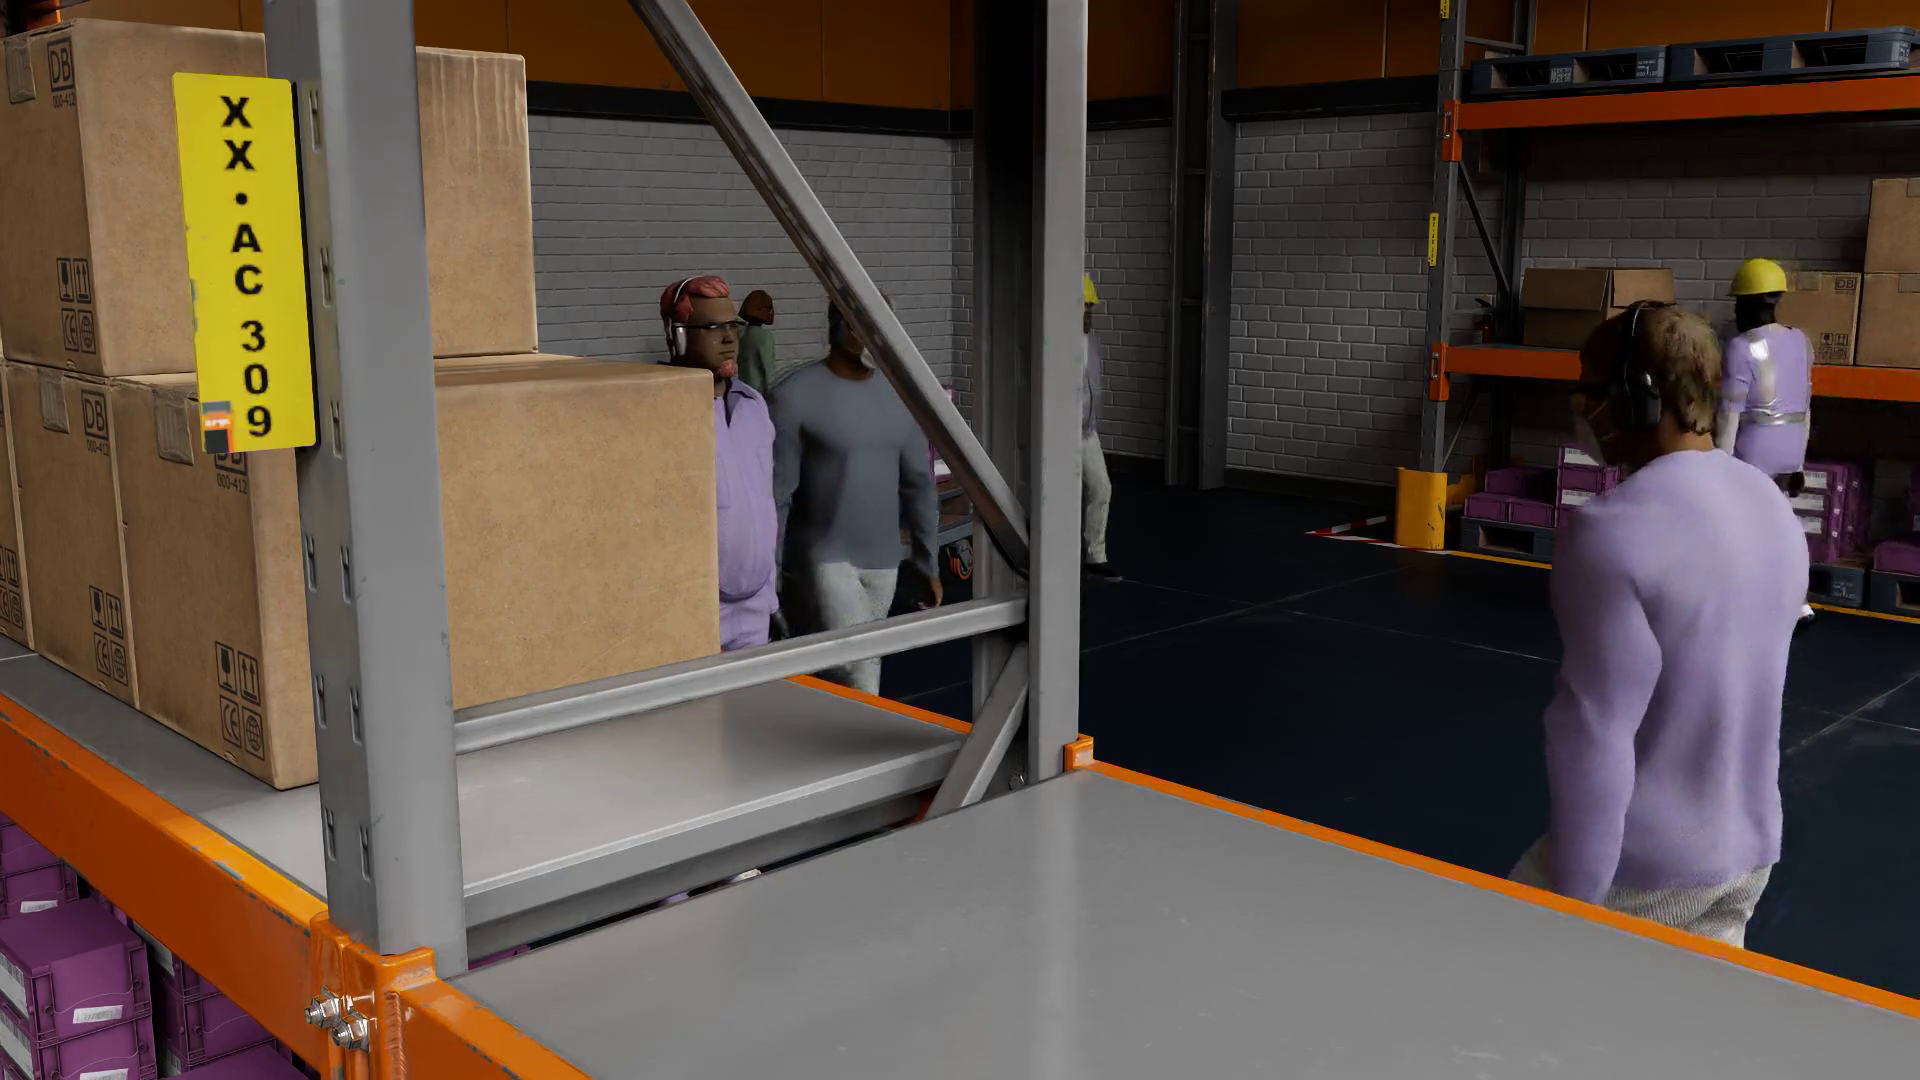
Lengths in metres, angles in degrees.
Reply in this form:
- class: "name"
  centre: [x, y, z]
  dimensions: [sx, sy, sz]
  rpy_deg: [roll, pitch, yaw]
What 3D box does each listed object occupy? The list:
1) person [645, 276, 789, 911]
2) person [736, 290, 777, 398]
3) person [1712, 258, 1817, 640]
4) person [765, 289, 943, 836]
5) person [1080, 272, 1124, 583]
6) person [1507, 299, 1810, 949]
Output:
- class: "person"
  centre: [-0.723, 0.201, 4.814]
  dimensions: [0.408, 1.909, 0.638]
  rpy_deg: [7, 12, 32]
- class: "person"
  centre: [-1.474, -1.004, 12.156]
  dimensions: [0.265, 1.628, 0.501]
  rpy_deg: [-7, 12, -33]
- class: "person"
  centre: [3.826, -0.386, 7.997]
  dimensions: [0.595, 1.910, 0.463]
  rpy_deg: [-7, 13, -34]
- class: "person"
  centre: [-0.386, 0.076, 5.595]
  dimensions: [0.628, 1.889, 1.045]
  rpy_deg: [-9, 14, -41]
- class: "person"
  centre: [0.666, -0.622, 9.548]
  dimensions: [0.611, 1.806, 0.671]
  rpy_deg: [-9, 14, -41]
- class: "person"
  centre: [1.185, 0.547, 2.901]
  dimensions: [0.643, 1.913, 0.493]
  rpy_deg: [-6, 12, -31]
